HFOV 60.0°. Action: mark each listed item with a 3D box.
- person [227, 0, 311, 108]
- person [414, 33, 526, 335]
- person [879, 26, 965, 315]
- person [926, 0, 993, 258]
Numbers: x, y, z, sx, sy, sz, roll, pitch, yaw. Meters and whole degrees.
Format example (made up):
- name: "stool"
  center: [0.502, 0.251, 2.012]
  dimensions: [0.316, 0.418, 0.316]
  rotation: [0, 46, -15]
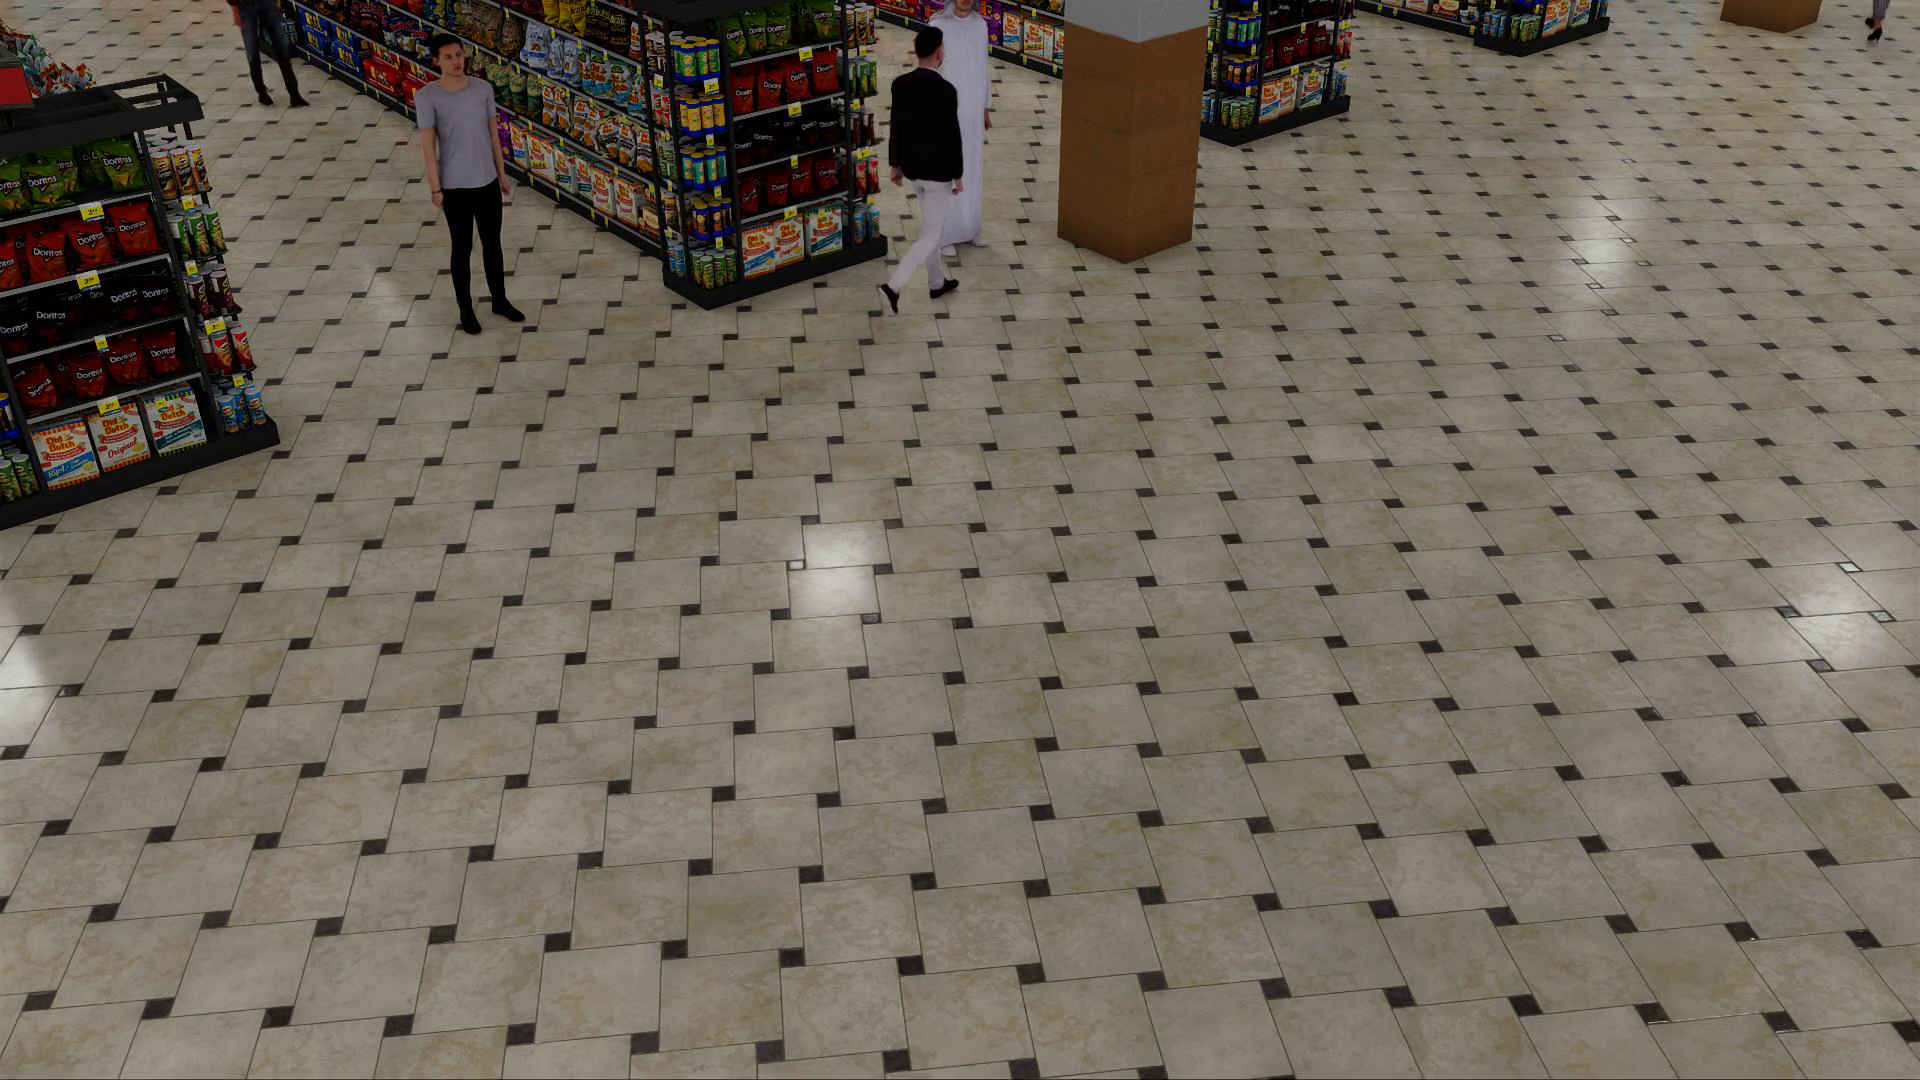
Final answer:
- name: "person"
  center: [-6.152, -4.619, 14.385]
  dimensions: [0.667, 1.750, 0.910]
  rotation: [-23, 39, -33]
- name: "person"
  center: [-3.096, -2.251, 10.473]
  dimensions: [0.659, 1.863, 0.530]
  rotation: [-23, 39, -32]
- name: "person"
  center: [-0.257, -2.301, 10.596]
  dimensions: [1.074, 1.818, 0.905]
  rotation: [21, 37, 29]
- name: "person"
  center: [-0.022, -2.971, 11.568]
  dimensions: [0.701, 1.928, 0.634]
  rotation: [-22, 38, -31]
